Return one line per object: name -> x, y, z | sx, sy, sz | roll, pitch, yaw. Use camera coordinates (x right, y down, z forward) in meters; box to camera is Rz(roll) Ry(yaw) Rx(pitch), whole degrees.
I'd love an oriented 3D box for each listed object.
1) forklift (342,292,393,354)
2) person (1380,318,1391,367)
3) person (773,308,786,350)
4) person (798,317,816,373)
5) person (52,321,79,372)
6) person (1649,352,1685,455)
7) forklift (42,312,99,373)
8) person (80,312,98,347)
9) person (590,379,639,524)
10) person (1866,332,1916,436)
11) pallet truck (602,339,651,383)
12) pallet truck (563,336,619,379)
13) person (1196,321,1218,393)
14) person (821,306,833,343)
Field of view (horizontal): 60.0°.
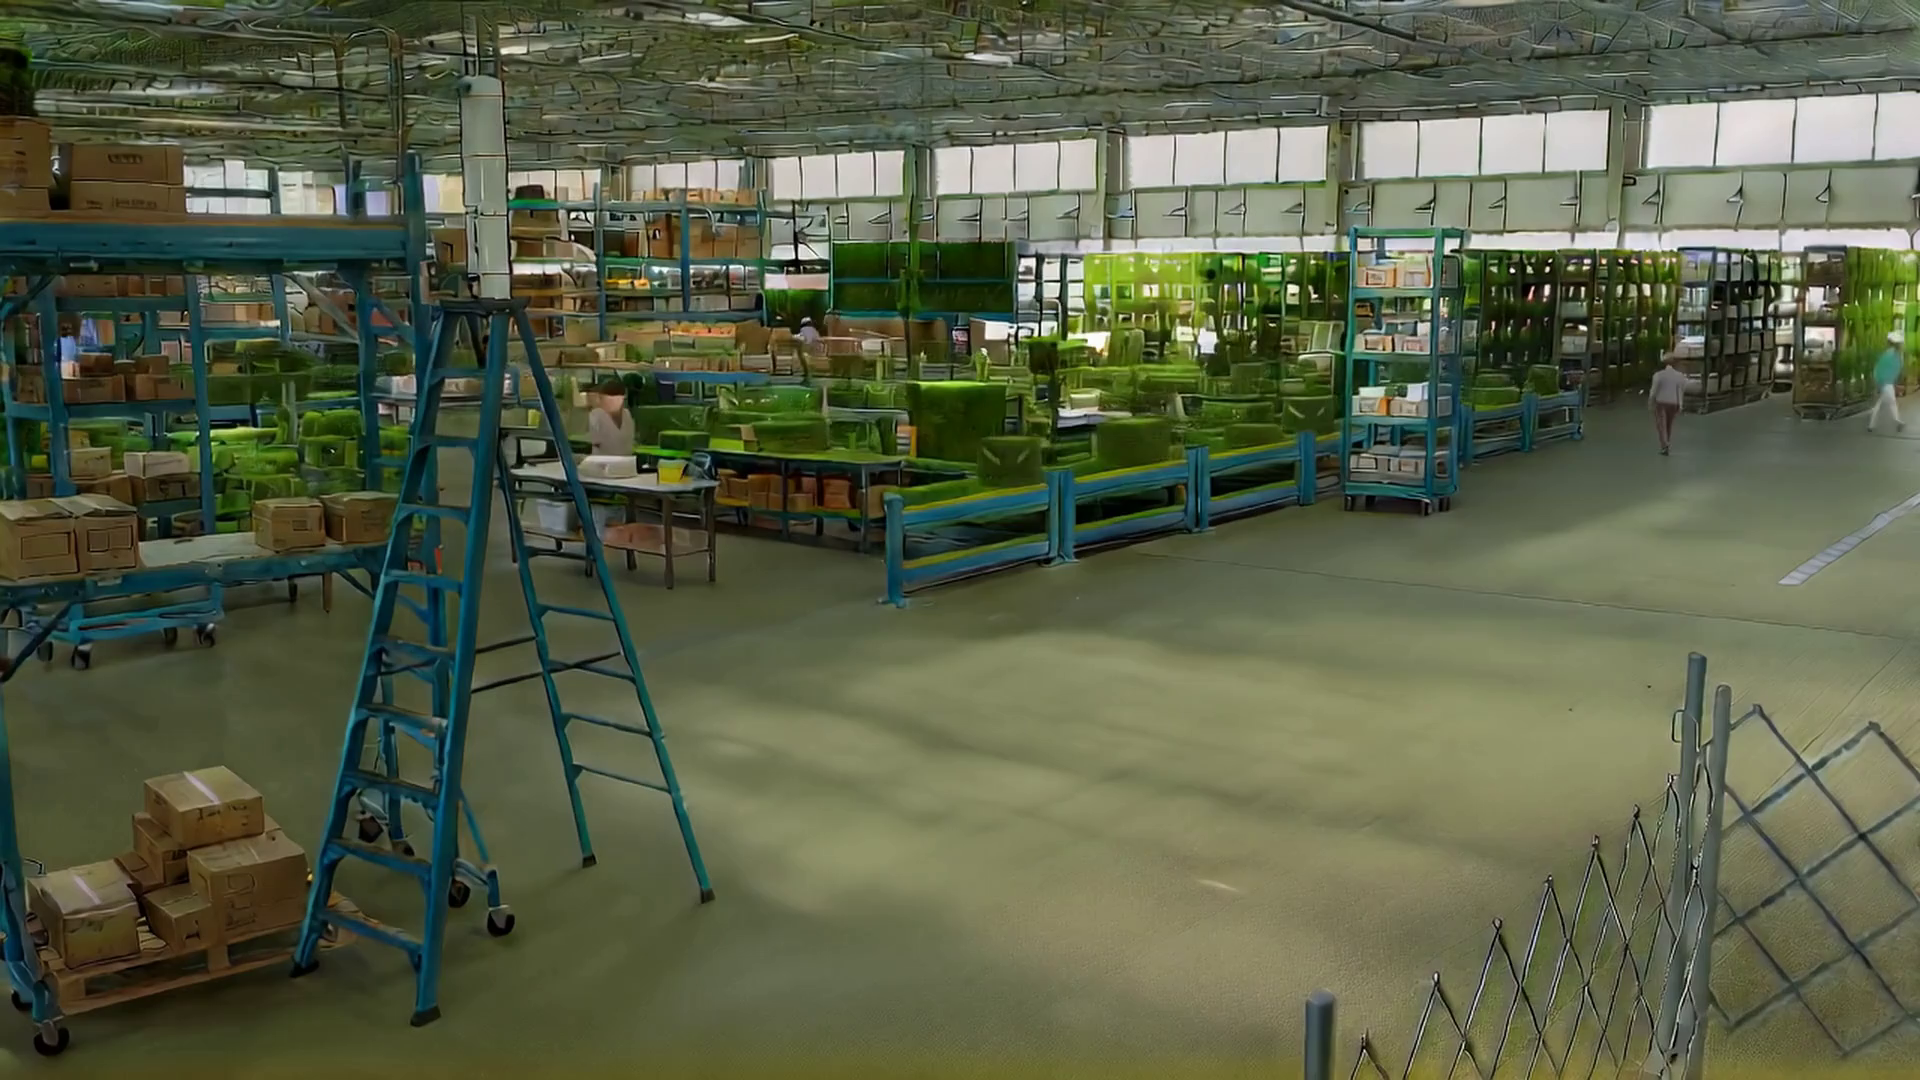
forklift -> -16.485, -5.622, 45.120 | 1.129, 2.768, 1.873 | 7, 11, 37
person -> 12.027, -5.563, 47.416 | 0.690, 2.026, 0.619 | -1, 9, -3
person -> -5.982, -6.751, 55.216 | 0.402, 1.904, 0.638 | -2, 9, -11
person -> -4.359, -5.487, 47.644 | 0.598, 1.813, 0.723 | -7, 12, -38
person -> -19.658, -3.797, 36.474 | 0.993, 2.008, 0.611 | 7, 11, 37
person -> 11.843, -2.283, 27.861 | 0.524, 1.738, 0.781 | 2, 9, 10
forklift -> -23.779, -5.451, 44.052 | 1.873, 2.768, 1.129 | 7, 11, 36
person -> -29.577, -6.882, 56.385 | 0.643, 1.788, 0.975 | 8, 12, 40
person -> -3.779, -0.823, 18.267 | 1.016, 1.877, 0.577 | 8, 12, 42
person -> 17.611, -2.946, 31.361 | 0.623, 1.942, 1.024 | -5, 11, -30
pallet truck -> -8.991, -4.871, 45.351 | 0.653, 1.274, 1.630 | 7, 11, 37
pallet truck -> -10.690, -5.294, 48.215 | 1.601, 1.201, 0.680 | -5, 10, -26
person -> 6.222, -4.587, 41.876 | 0.564, 1.846, 0.390 | -2, 9, -9
person -> -5.308, -8.484, 66.471 | 0.552, 1.752, 0.386 | 6, 11, 35
